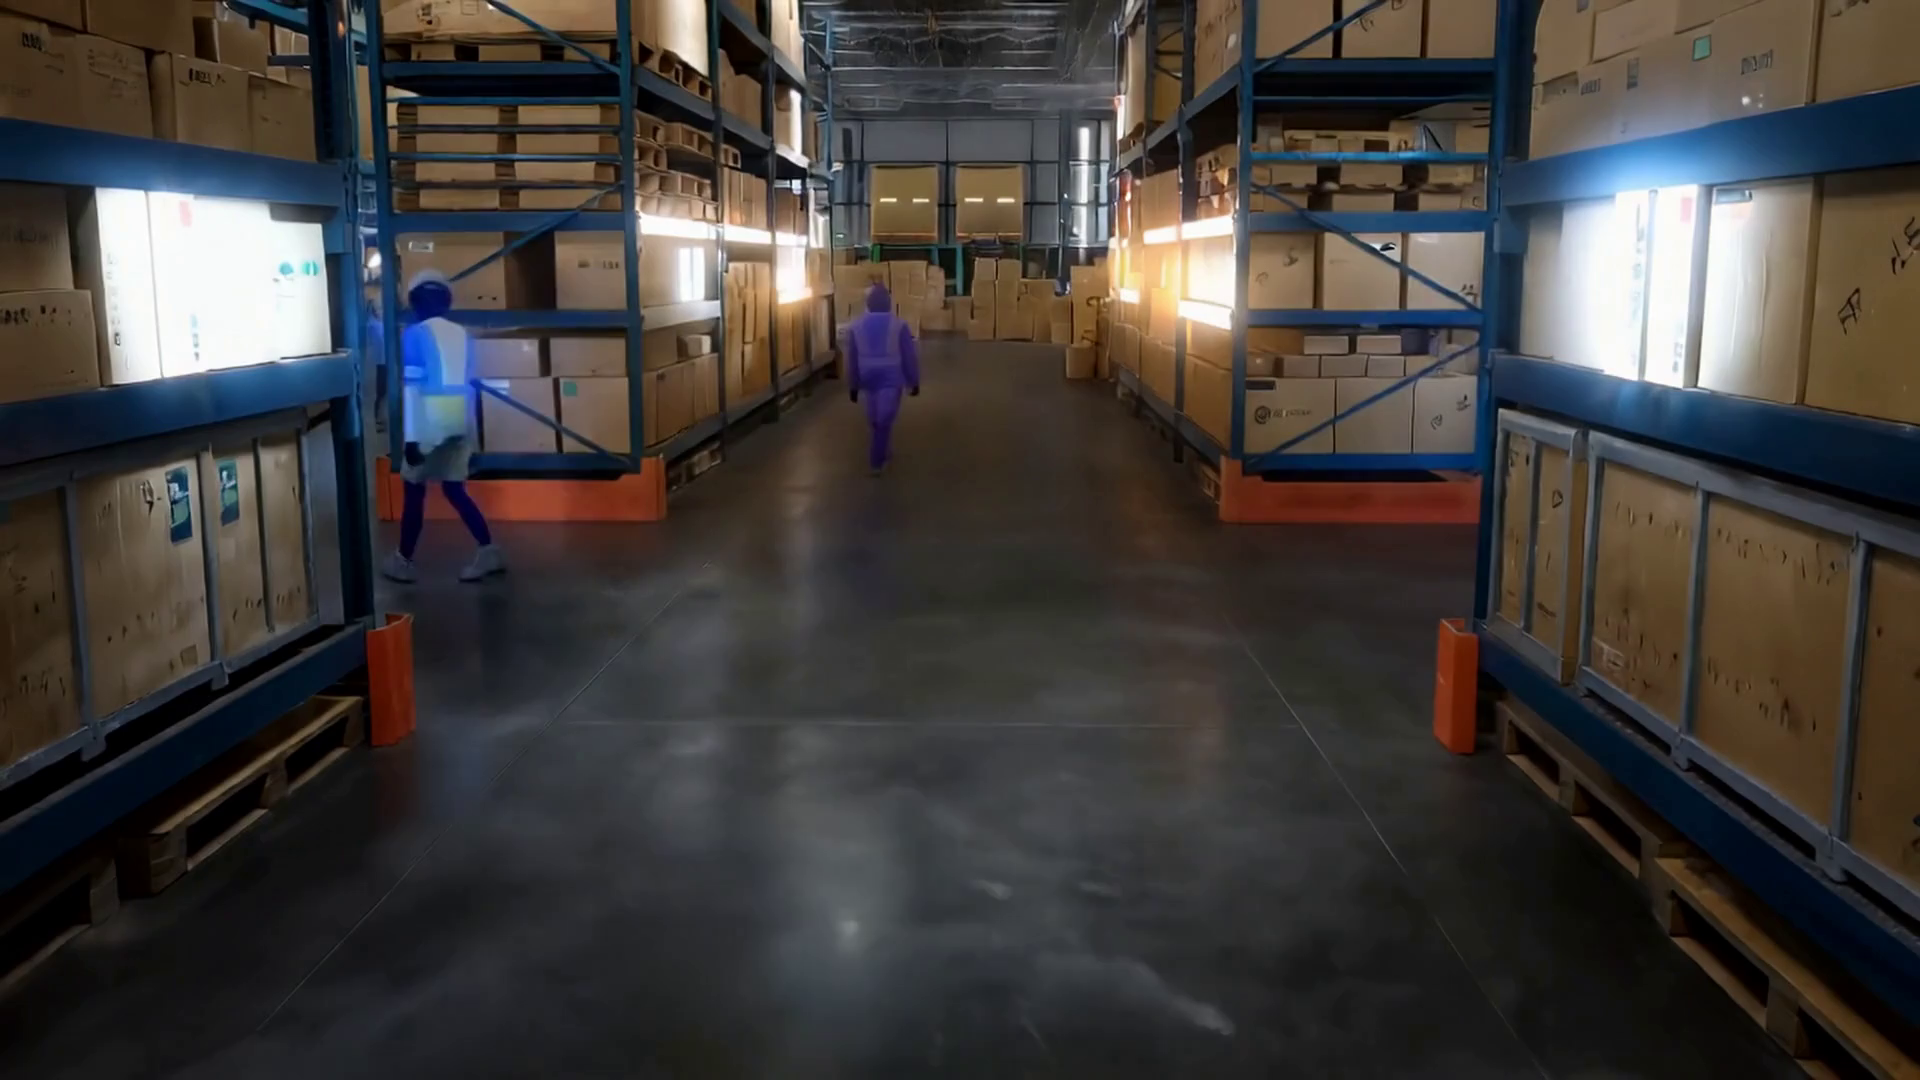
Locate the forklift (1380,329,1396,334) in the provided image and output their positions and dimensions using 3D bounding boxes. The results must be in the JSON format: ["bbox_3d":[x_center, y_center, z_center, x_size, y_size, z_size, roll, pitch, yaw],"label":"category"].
[{"bbox_3d":[6.505,-3.869,26.739,1.129,2.768,1.873,3,10,17],"label":"forklift"}]

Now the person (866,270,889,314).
[{"bbox_3d":[-1.611,-4.331,32.514,1.007,1.876,0.599,-6,11,-32],"label":"person"}]

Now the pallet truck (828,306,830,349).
[{"bbox_3d":[-3.100,-3.940,29.800,1.885,1.965,0.823,3,10,19],"label":"pallet truck"}]

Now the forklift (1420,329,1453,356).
[{"bbox_3d":[9.537,-4.778,32.184,1.873,2.768,1.129,-1,10,-5],"label":"forklift"}]

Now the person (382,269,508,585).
[{"bbox_3d":[-3.257,-0.690,10.414,0.853,1.984,0.690,4,10,23],"label":"person"}]

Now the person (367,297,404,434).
[{"bbox_3d":[-6.785,-2.075,19.748,0.277,1.627,0.502,7,12,37],"label":"person"}]

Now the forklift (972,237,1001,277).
[{"bbox_3d":[0.849,-8.383,53.775,1.129,2.768,1.873,0,9,1],"label":"forklift"}]

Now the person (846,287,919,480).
[{"bbox_3d":[-0.731,-1.476,15.686,0.627,1.796,0.976,4,10,22],"label":"person"}]

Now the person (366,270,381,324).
[{"bbox_3d":[-19.394,-7.993,54.656,0.625,1.789,0.944,6,11,30],"label":"person"}]

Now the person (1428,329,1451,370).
[{"bbox_3d":[7.951,-3.390,27.577,0.518,1.639,0.312,-6,11,-33],"label":"person"}]
